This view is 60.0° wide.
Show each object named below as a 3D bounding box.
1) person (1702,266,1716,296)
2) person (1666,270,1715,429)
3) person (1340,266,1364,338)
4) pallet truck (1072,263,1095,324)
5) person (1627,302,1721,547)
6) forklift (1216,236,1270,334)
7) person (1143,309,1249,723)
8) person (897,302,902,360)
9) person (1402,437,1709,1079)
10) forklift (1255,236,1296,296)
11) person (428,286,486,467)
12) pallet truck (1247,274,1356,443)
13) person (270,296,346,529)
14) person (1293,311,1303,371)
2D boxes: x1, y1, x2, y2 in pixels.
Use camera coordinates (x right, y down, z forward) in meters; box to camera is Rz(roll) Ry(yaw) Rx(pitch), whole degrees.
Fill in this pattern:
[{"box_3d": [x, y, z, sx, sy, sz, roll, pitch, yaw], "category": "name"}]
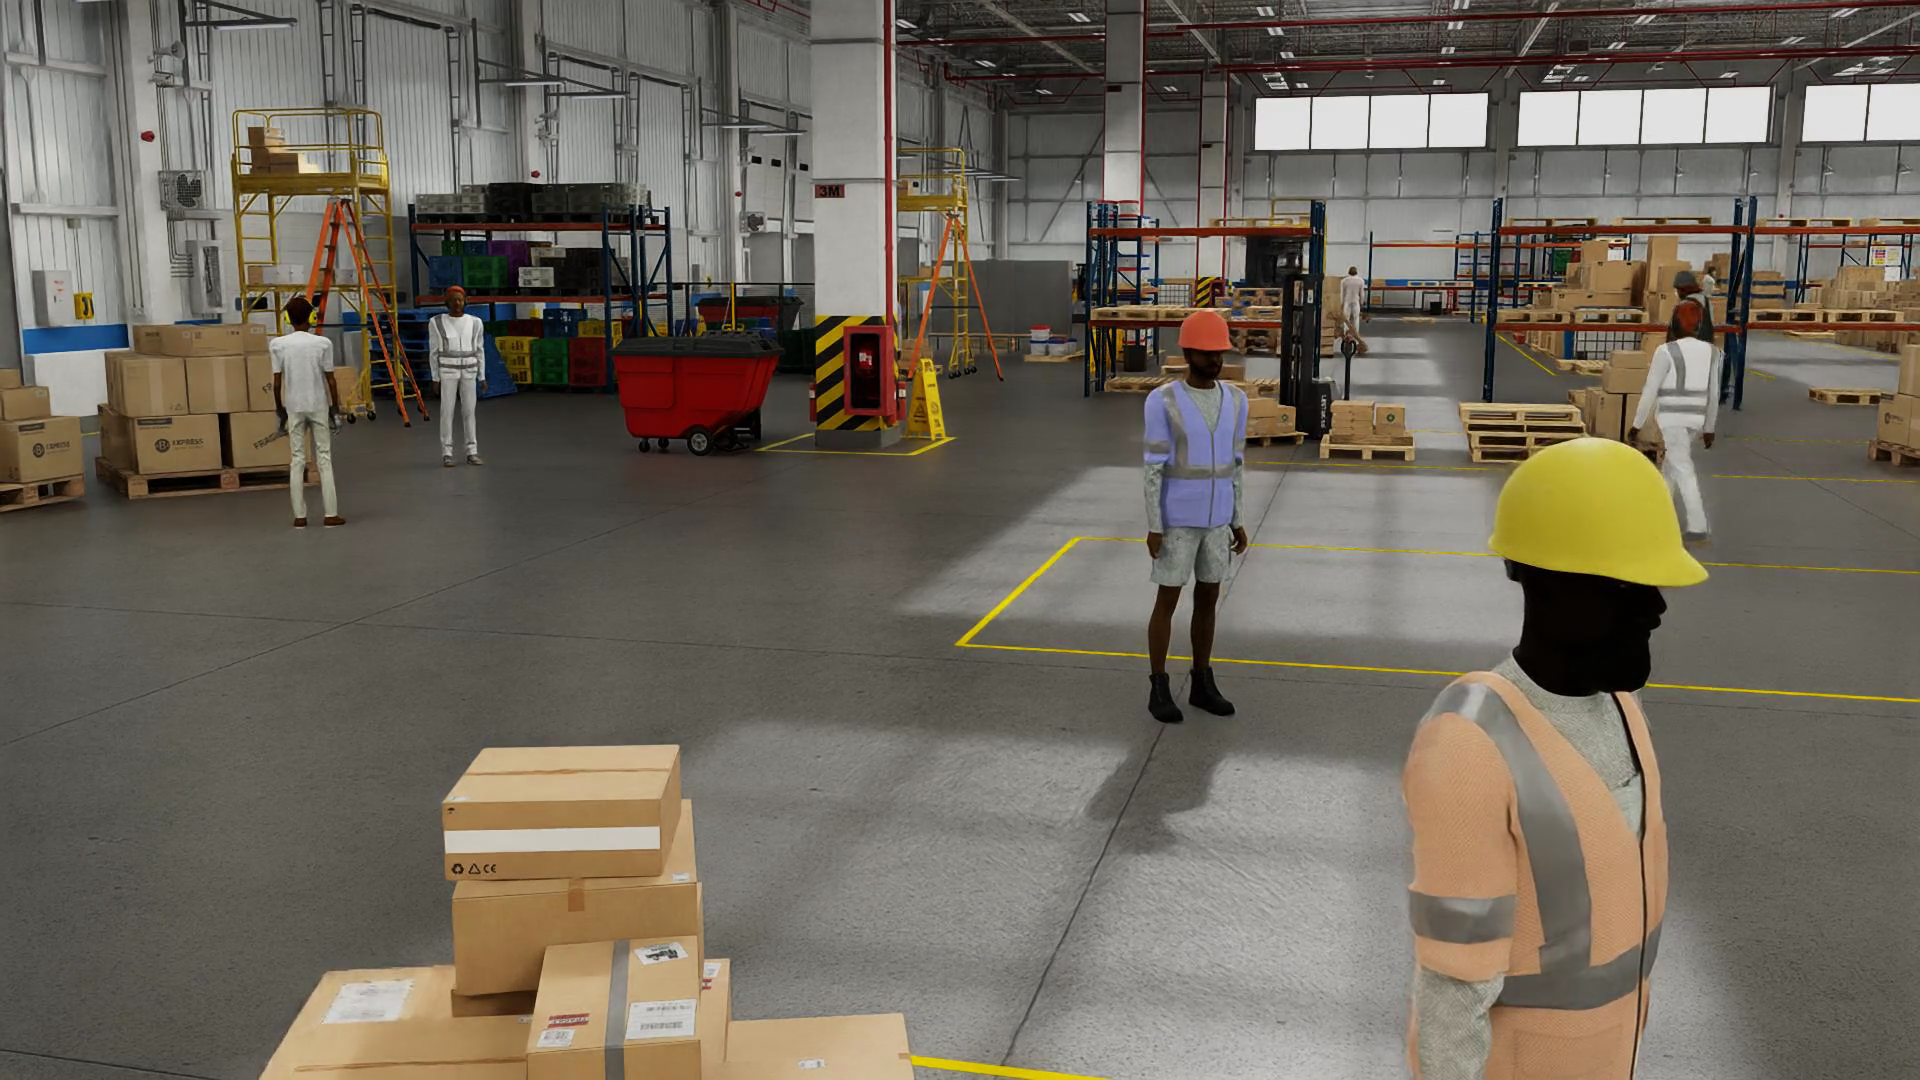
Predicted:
[{"box_3d": [22.847, -7.402, 50.808, 0.363, 1.929, 0.628, 6, 11, 30], "category": "person"}, {"box_3d": [9.071, -2.346, 20.685, 0.764, 2.000, 0.649, -6, 11, -33], "category": "person"}, {"box_3d": [10.579, -6.404, 44.881, 0.630, 1.940, 0.372, 2, 10, 11], "category": "person"}, {"box_3d": [4.325, -8.180, 55.162, 0.823, 1.965, 1.885, 6, 11, 31], "category": "pallet truck"}, {"box_3d": [5.482, -0.901, 12.780, 0.592, 1.830, 0.983, -4, 10, -21], "category": "person"}, {"box_3d": [7.862, -6.770, 44.262, 1.873, 2.768, 1.129, 6, 12, 33], "category": "forklift"}, {"box_3d": [1.125, -0.112, 7.832, 0.547, 1.938, 0.378, -4, 10, -23], "category": "person"}, {"box_3d": [-1.092, -2.669, 22.918, 0.589, 1.927, 0.388, -4, 10, -22], "category": "person"}, {"box_3d": [0.860, 0.805, 2.462, 0.368, 1.925, 0.594, 8, 13, 40], "category": "person"}, {"box_3d": [9.519, -7.661, 49.510, 1.129, 2.768, 1.873, -5, 11, -28], "category": "forklift"}, {"box_3d": [-5.238, -1.704, 17.369, 0.573, 1.883, 0.356, -6, 11, -32], "category": "person"}, {"box_3d": [3.653, -2.138, 19.590, 1.885, 1.965, 0.823, -4, 10, -20], "category": "pallet truck"}, {"box_3d": [-5.238, -1.018, 13.371, 0.515, 1.871, 0.324, -2, 10, -10], "category": "person"}, {"box_3d": [6.622, -4.103, 31.936, 0.323, 1.736, 0.488, 6, 11, 30], "category": "person"}]
